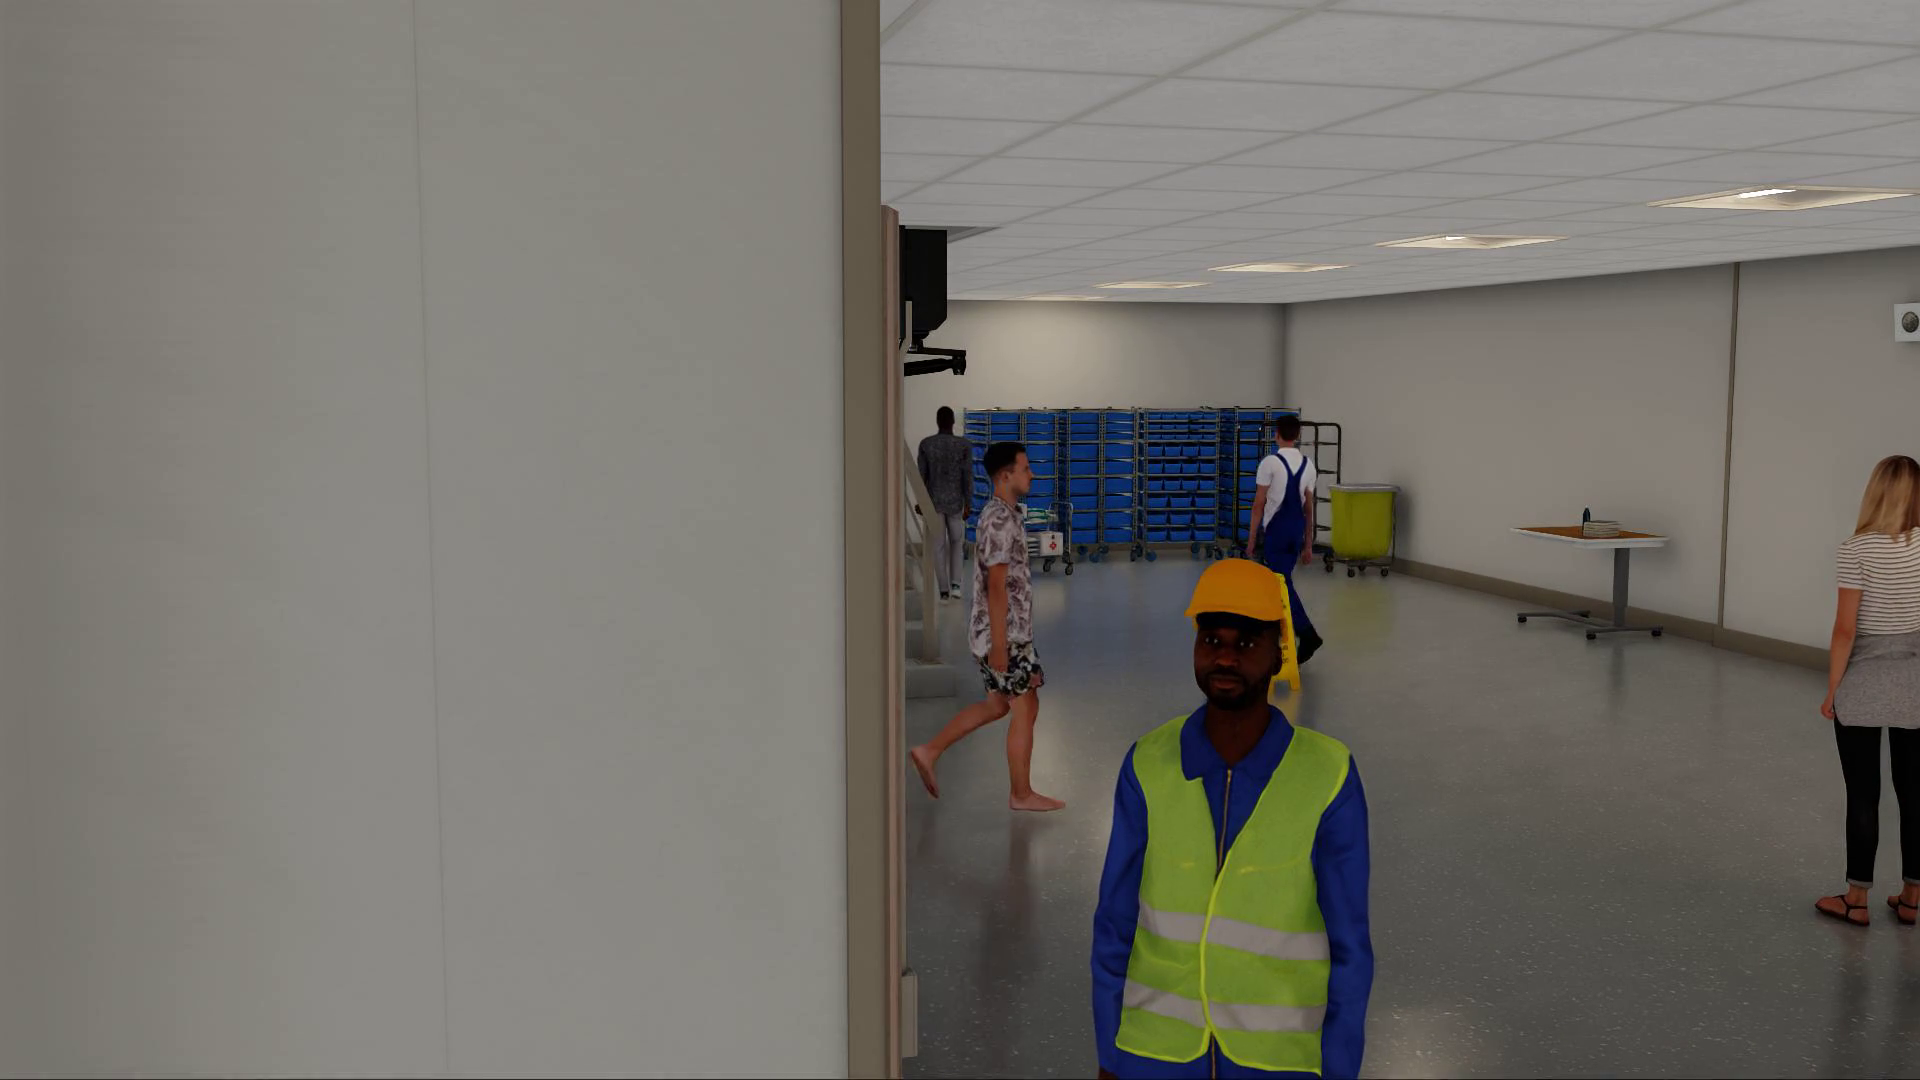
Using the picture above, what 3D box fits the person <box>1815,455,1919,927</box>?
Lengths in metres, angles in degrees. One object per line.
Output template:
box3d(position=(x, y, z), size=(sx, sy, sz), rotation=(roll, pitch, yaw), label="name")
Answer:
box3d(position=(3.603, 0.582, 6.458), size=(0.647, 1.827, 0.611), rotation=(0, 6, 0), label="person")

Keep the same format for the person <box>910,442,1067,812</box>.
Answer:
box3d(position=(0.118, 0.433, 8.102), size=(0.850, 1.794, 0.977), rotation=(0, 6, -4), label="person")

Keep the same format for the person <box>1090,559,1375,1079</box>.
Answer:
box3d(position=(0.485, 0.935, 3.014), size=(0.756, 1.813, 0.774), rotation=(2, 6, 18), label="person")

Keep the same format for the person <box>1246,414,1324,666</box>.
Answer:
box3d(position=(2.397, 0.018, 12.137), size=(0.740, 1.812, 1.293), rotation=(-2, 6, -22), label="person")

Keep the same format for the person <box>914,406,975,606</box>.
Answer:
box3d(position=(-0.145, -0.304, 15.289), size=(0.756, 1.822, 0.722), rotation=(0, 6, -2), label="person")
